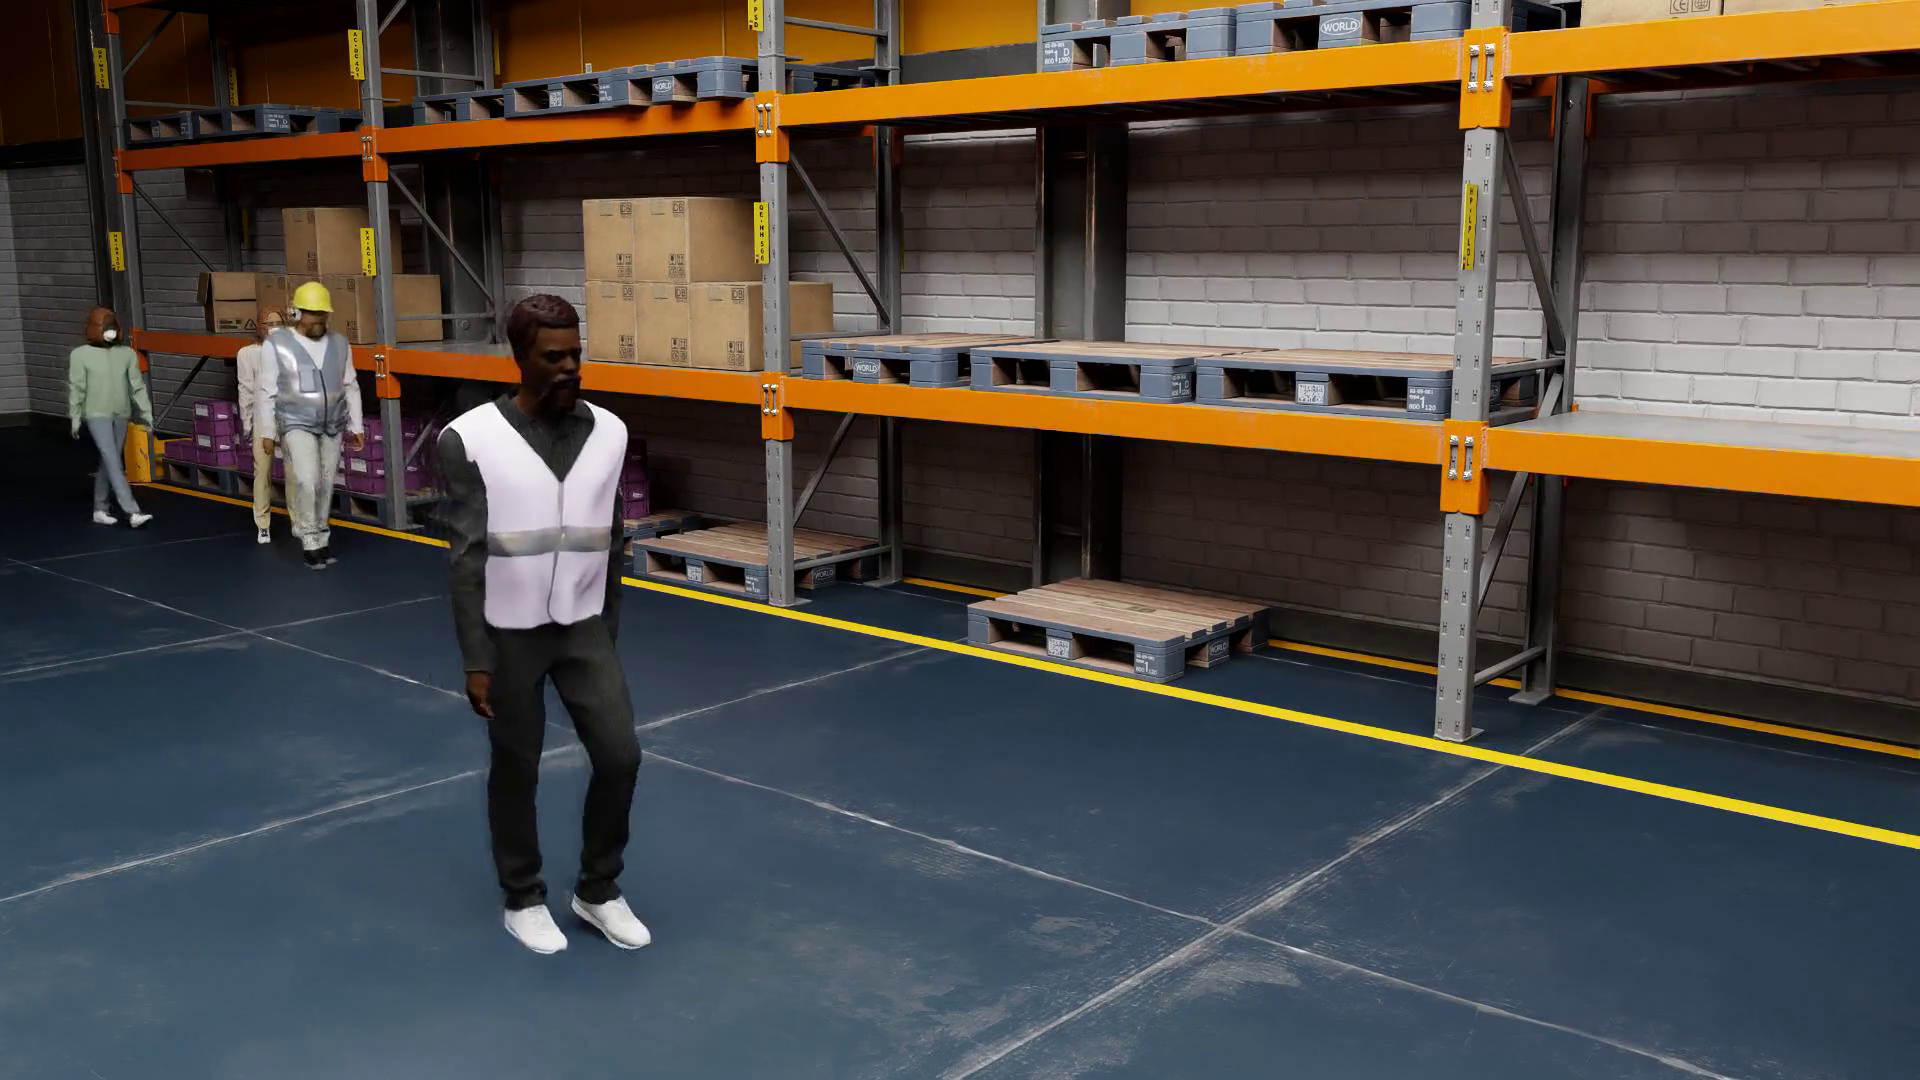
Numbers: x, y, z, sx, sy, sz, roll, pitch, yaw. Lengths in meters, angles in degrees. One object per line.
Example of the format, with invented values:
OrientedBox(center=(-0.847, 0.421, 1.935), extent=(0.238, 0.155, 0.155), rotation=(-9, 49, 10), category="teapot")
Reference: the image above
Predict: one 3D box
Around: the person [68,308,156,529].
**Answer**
OrientedBox(center=(-6.101, -0.873, 12.016), extent=(0.843, 1.581, 0.522), rotation=(6, 11, 30), category="person")

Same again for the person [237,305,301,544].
OrientedBox(center=(-4.705, -0.798, 11.481), extent=(0.497, 1.634, 0.279), rotation=(-8, 13, -37), category="person")

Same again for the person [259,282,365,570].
OrientedBox(center=(-4.036, -0.711, 10.492), extent=(0.618, 1.804, 0.615), rotation=(9, 13, 42), category="person")

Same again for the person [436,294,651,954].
OrientedBox(center=(-1.154, 0.268, 4.680), extent=(0.597, 1.893, 0.610), rotation=(-9, 13, -40), category="person")
